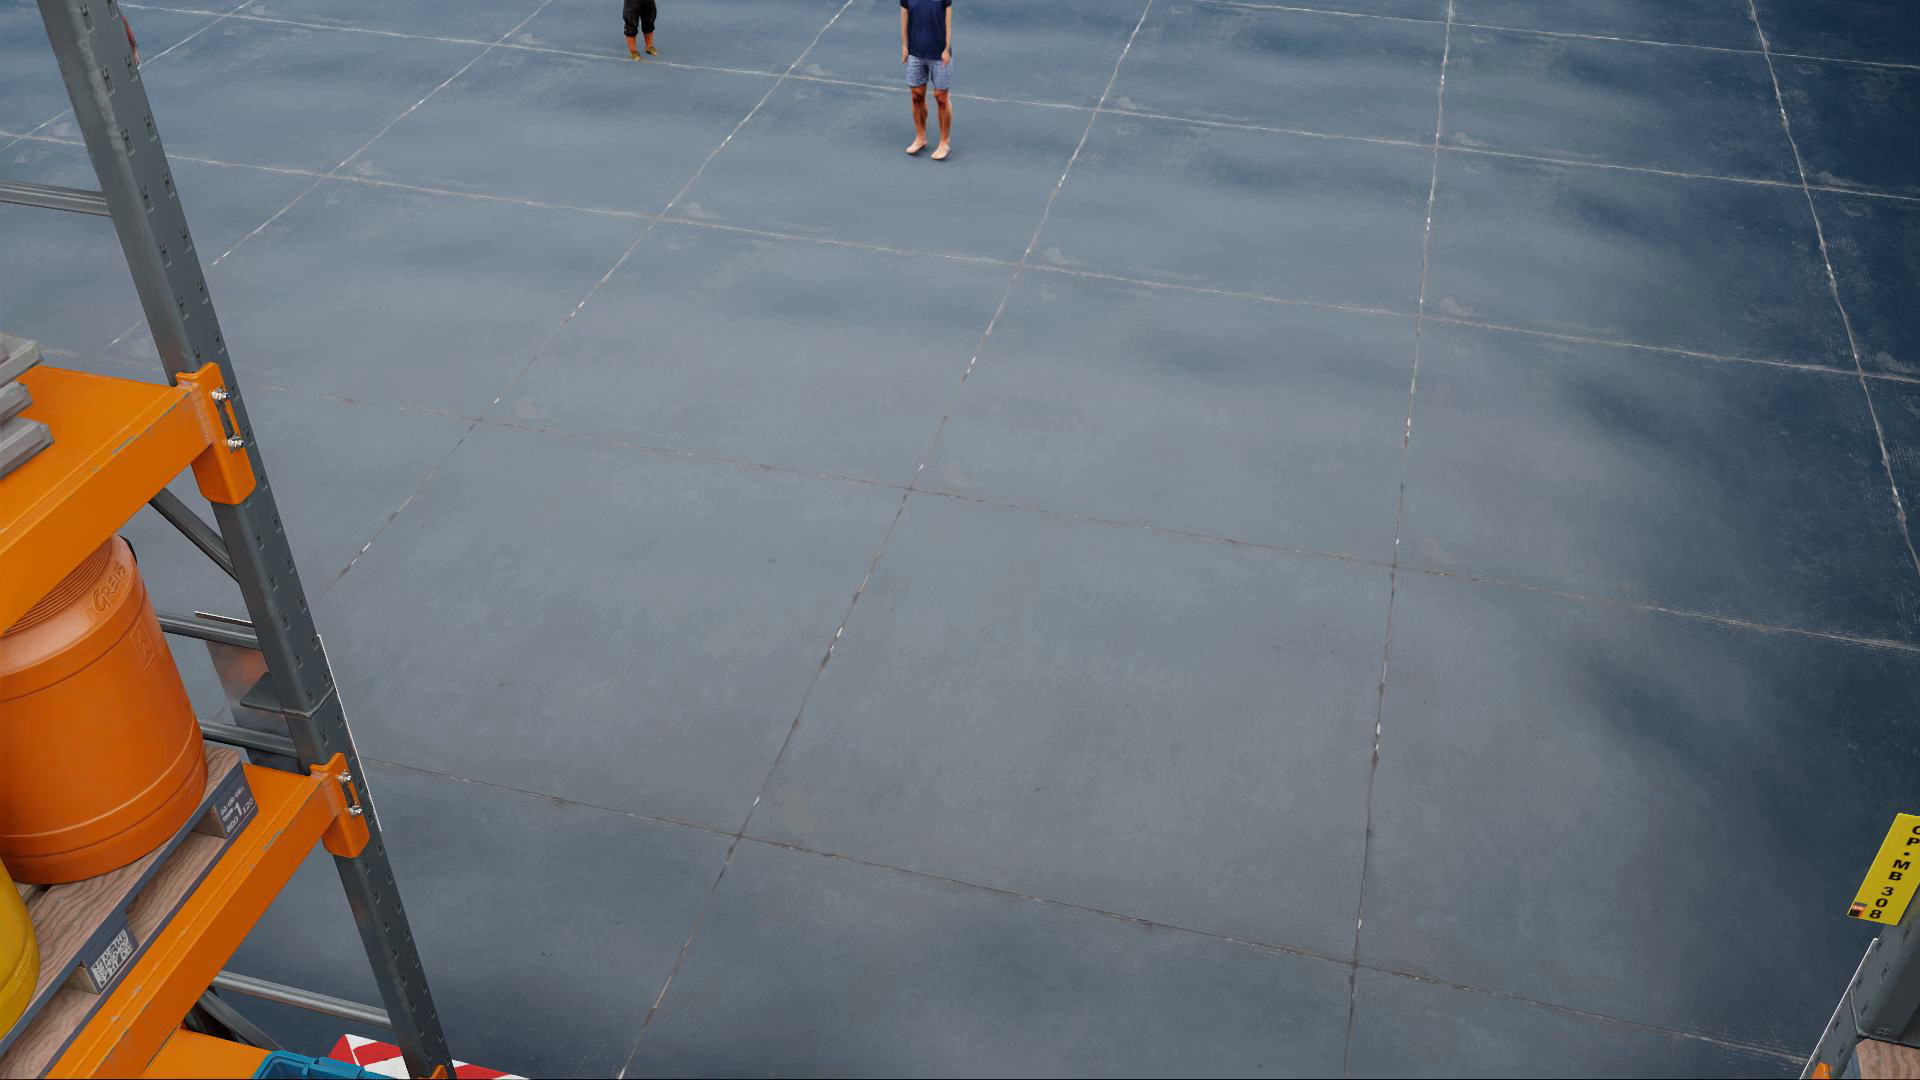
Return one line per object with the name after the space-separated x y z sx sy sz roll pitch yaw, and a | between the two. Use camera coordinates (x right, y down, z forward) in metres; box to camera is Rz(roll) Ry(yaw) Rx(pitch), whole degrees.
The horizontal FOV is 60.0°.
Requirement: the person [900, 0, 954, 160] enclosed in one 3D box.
-0.252 -4.083 13.796 0.619 1.843 0.566 13 40 16 | person

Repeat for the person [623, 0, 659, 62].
-3.036 -5.265 15.621 0.612 1.455 0.709 -27 45 -30 | person
